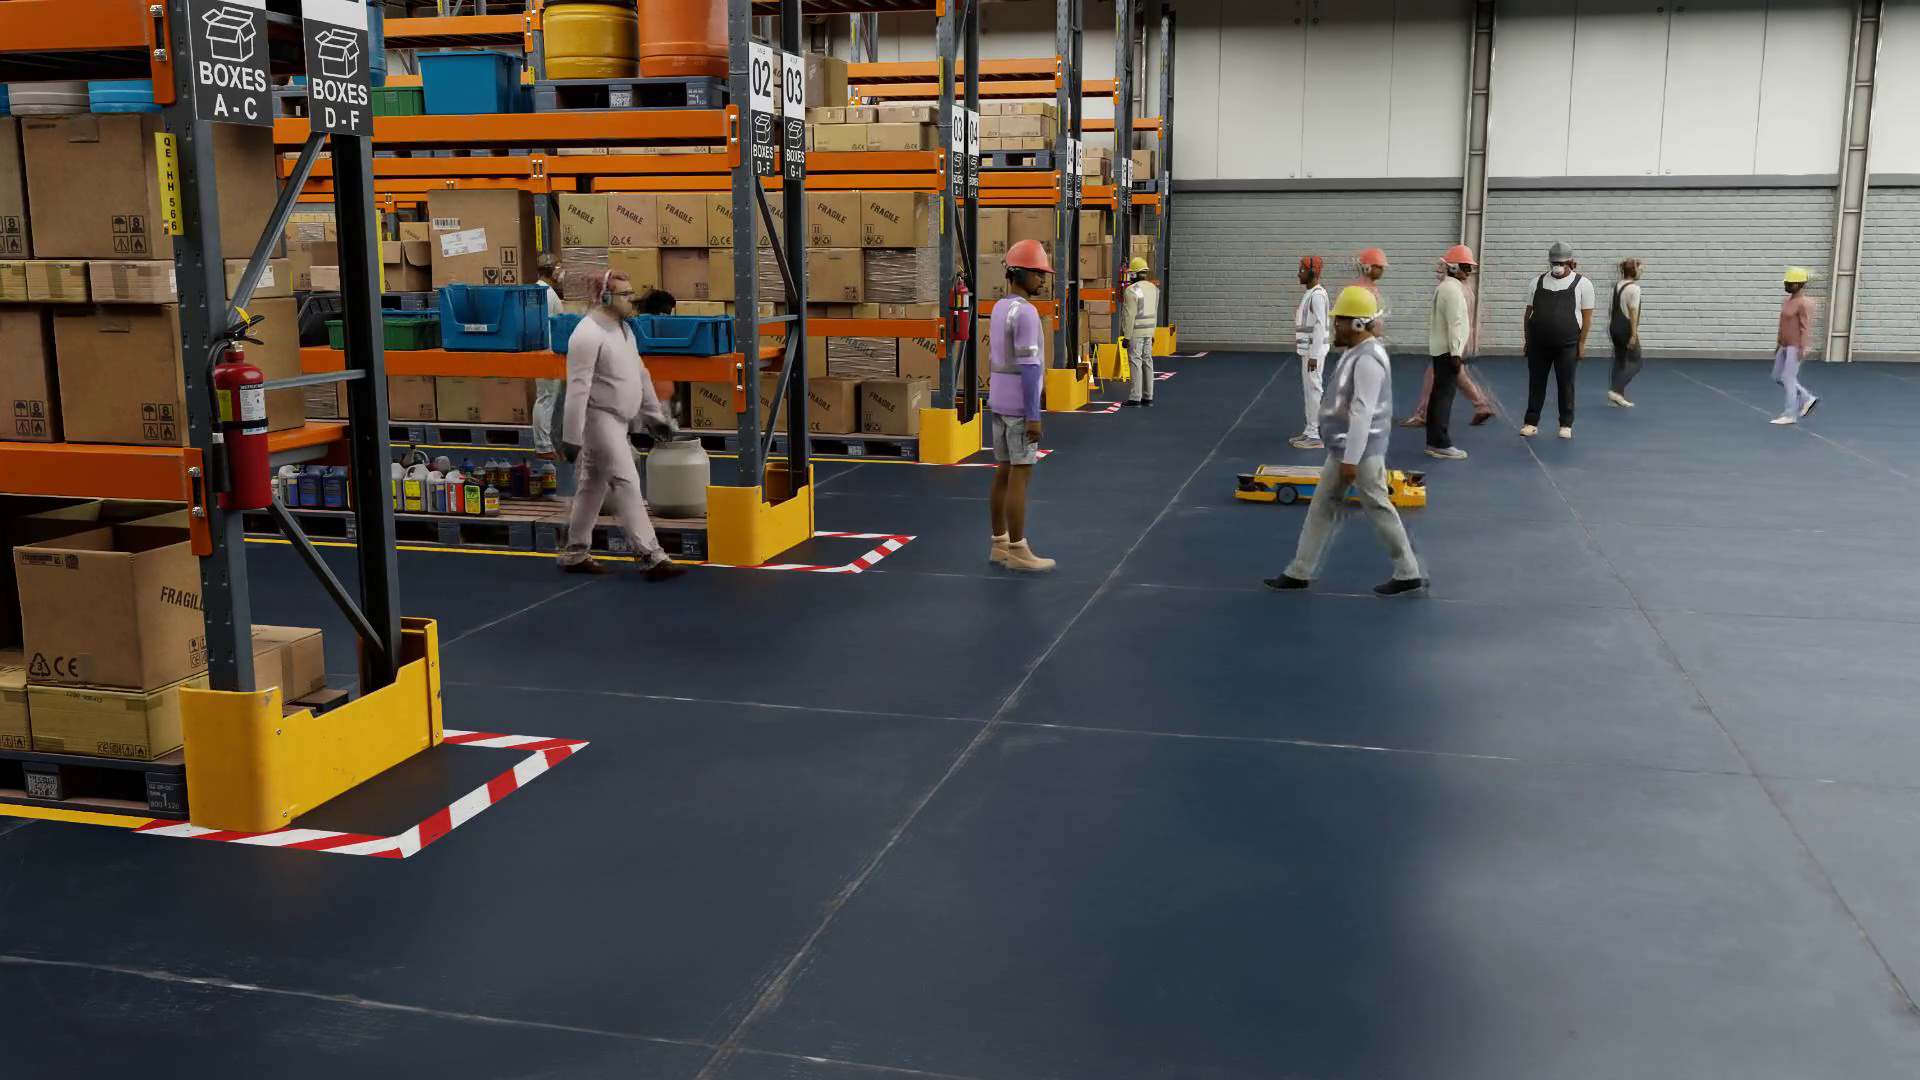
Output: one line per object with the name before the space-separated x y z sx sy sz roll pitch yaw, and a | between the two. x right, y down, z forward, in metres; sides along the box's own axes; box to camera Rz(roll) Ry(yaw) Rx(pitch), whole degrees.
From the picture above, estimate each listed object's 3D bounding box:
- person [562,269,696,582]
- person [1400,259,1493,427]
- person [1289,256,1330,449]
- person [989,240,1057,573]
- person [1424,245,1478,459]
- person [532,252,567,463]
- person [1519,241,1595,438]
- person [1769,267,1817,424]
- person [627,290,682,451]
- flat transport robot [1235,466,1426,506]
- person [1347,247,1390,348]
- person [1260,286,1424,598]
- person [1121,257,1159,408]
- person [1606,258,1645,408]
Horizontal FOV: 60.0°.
person | -2.011 -0.673 9.974 0.968 1.862 0.661 1 10 6
person | 5.380 -2.146 18.165 1.008 1.858 0.654 0 10 0
person | 3.457 -1.840 16.366 0.346 1.882 0.578 1 10 6
person | 0.379 -0.822 10.296 0.394 2.040 0.608 -3 11 -17
person | 4.622 -1.768 15.668 0.393 1.990 0.616 1 10 4
person | -3.808 -1.678 15.362 0.375 1.932 0.624 -3 11 -17
person | 6.166 -2.078 17.249 0.681 2.000 0.538 7 12 33
person | 9.298 -2.153 18.465 0.502 1.748 0.541 0 10 0
person | -2.453 -1.076 12.742 0.677 1.669 0.324 -2 10 -12
flat transport robot | 2.911 -0.436 13.060 1.431 0.197 0.652 3 11 14
person | 4.046 -1.990 16.948 0.638 1.967 0.631 6 12 30
person | 2.246 -0.543 9.467 0.915 1.788 0.607 0 10 3
person | 2.173 -2.526 20.310 0.404 1.829 0.600 9 14 41
person | 8.085 -2.495 20.163 0.393 1.833 0.504 -2 10 -13
